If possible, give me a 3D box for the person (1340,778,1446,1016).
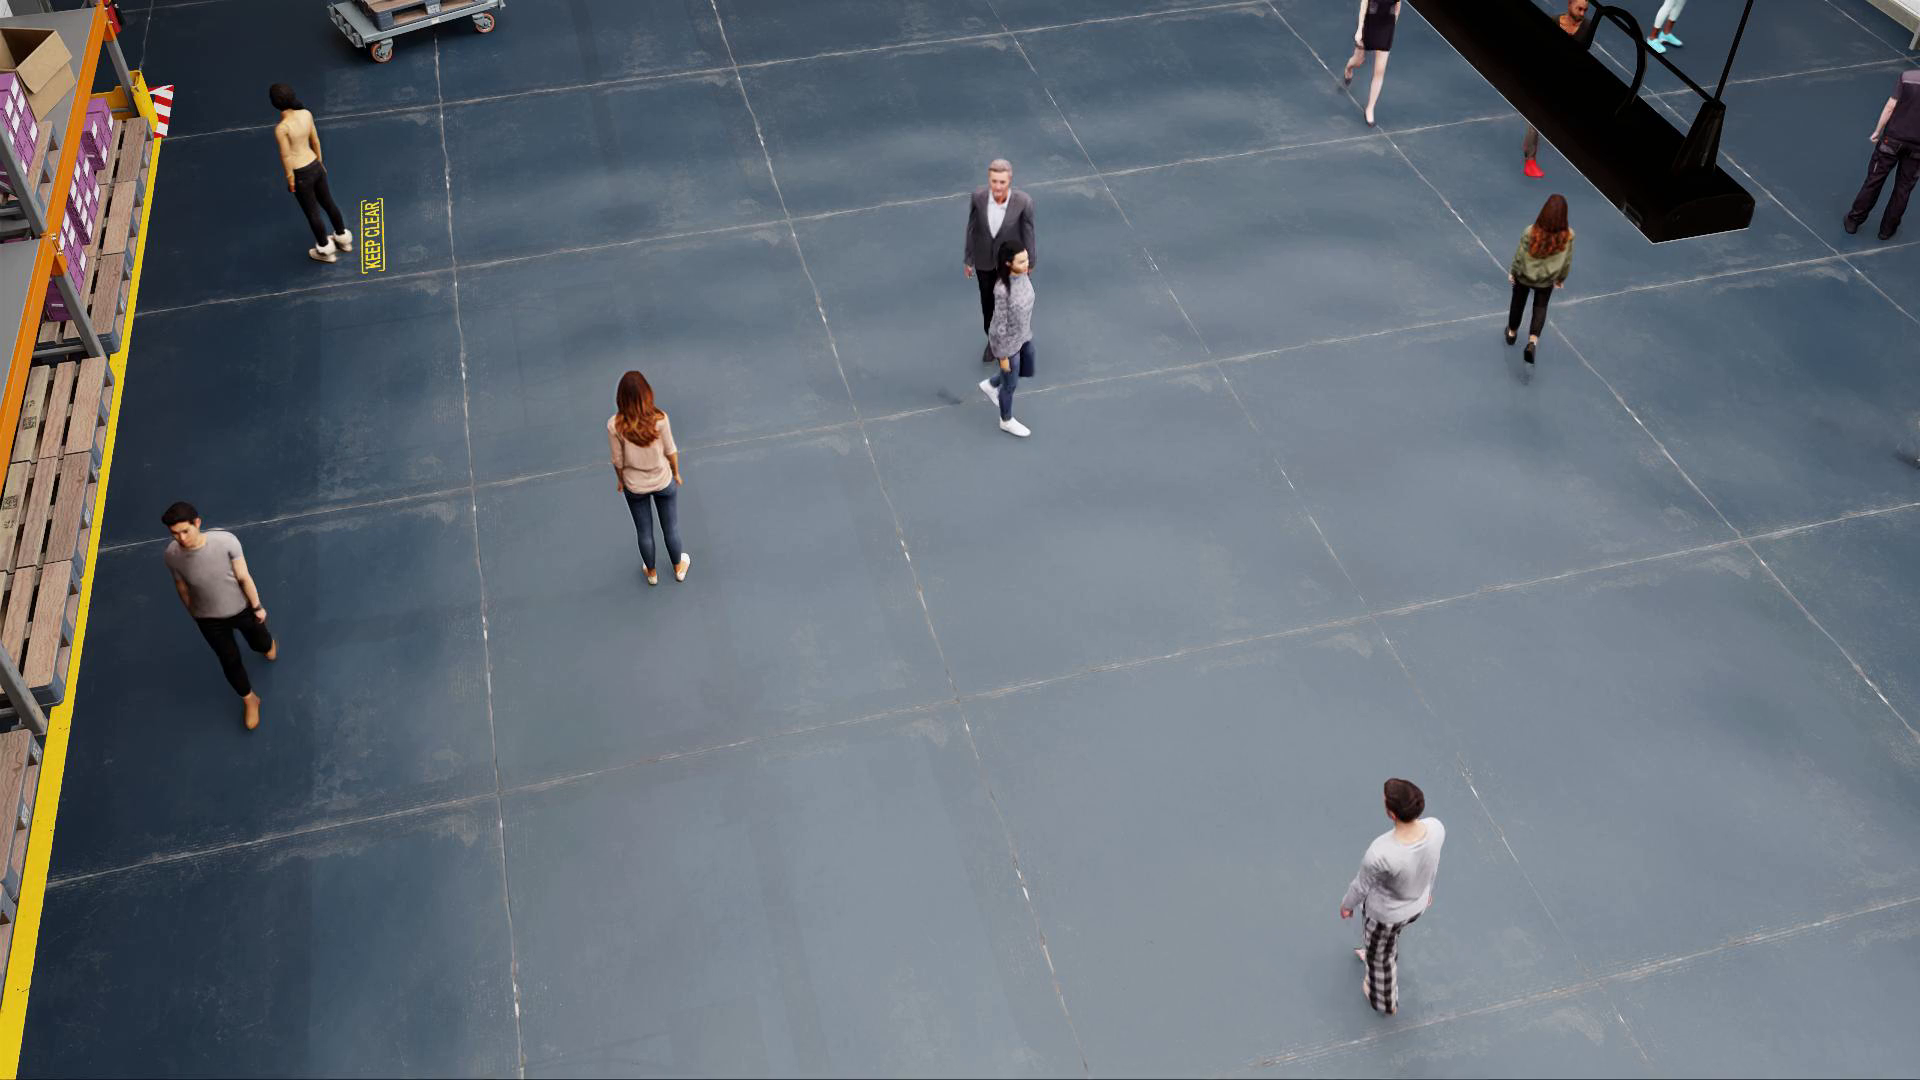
[{"bbox_3d":[2.340,1.978,8.768,0.750,1.826,0.801,-19,47,-19],"label":"person"}]

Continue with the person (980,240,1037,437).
[{"bbox_3d":[0.319,-1.535,12.533,0.894,1.719,0.830,24,49,23],"label":"person"}]

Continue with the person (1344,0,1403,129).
[{"bbox_3d":[3.985,-4.963,16.070,0.735,1.803,1.111,-3,44,-3],"label":"person"}]

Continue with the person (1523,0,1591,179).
[{"bbox_3d":[5.475,-4.323,15.425,0.977,1.768,1.269,8,44,9],"label":"person"}]

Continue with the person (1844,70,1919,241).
[{"bbox_3d":[8.249,-3.481,14.482,0.792,1.849,0.833,19,47,19],"label":"person"}]

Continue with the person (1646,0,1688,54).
[{"bbox_3d":[7.448,-5.869,17.083,0.647,1.719,0.647,-30,51,-28],"label":"person"}]

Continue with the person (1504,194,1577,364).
[{"bbox_3d":[4.610,-2.073,13.284,0.826,1.463,0.963,9,44,9],"label":"person"}]

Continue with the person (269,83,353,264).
[{"bbox_3d":[-5.606,-3.161,14.283,0.721,1.660,0.645,17,46,17],"label":"person"}]

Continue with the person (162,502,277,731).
[{"bbox_3d":[-4.645,0.375,10.540,0.650,1.703,0.961,-13,45,-13],"label":"person"}]

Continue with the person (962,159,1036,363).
[{"bbox_3d":[0.324,-2.263,13.220,0.839,1.826,0.859,13,45,13],"label":"person"}]

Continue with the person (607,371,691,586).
[{"bbox_3d":[-2.113,-0.399,11.288,0.607,1.792,0.540,-7,44,-7],"label":"person"}]
